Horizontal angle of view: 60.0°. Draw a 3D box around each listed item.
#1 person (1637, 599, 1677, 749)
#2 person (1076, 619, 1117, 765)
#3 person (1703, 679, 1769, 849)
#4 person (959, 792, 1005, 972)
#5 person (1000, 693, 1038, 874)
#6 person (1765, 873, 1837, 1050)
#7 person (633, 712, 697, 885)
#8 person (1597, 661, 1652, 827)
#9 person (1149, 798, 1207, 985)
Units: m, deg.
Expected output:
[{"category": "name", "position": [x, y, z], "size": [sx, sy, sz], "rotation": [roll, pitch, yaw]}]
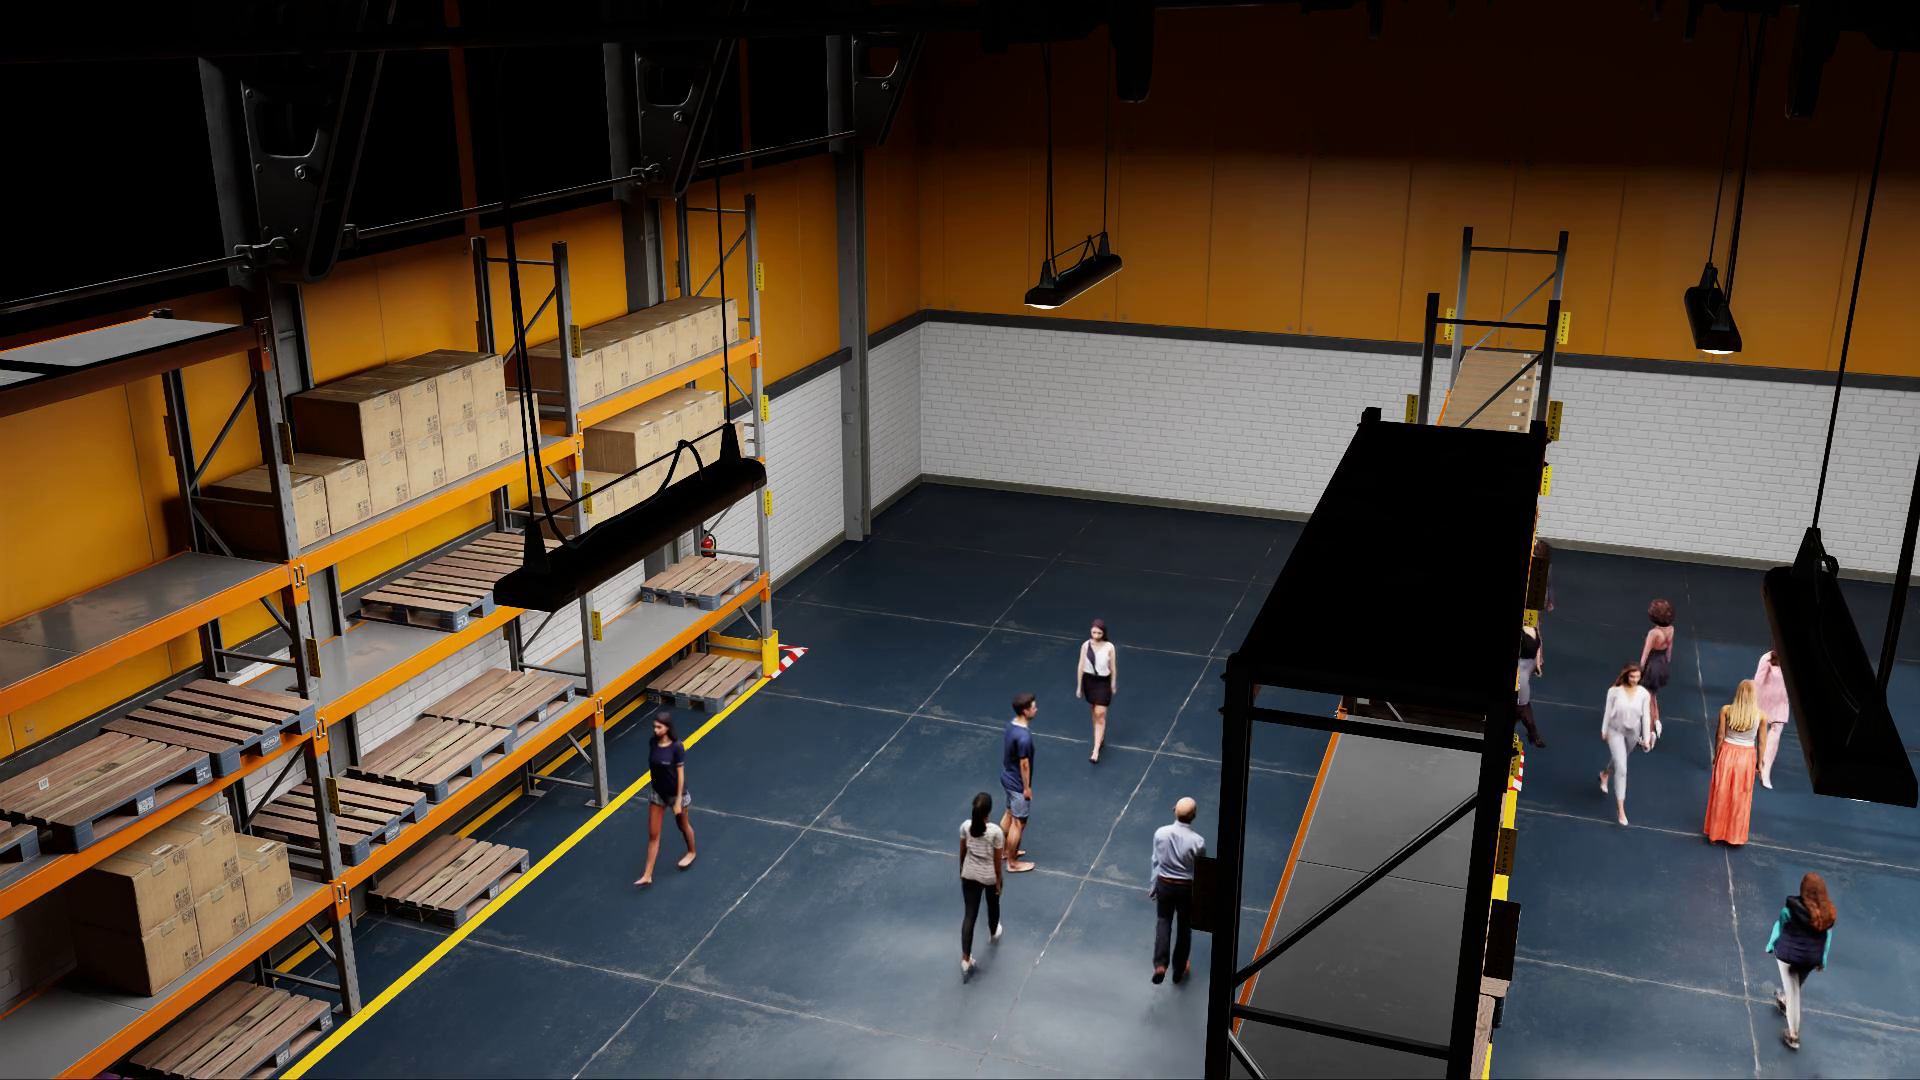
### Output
[{"category": "person", "position": [7.943, 1.545, 18.833], "size": [0.683, 1.779, 0.743], "rotation": [-13, 22, -33]}, {"category": "person", "position": [1.566, 1.647, 18.777], "size": [0.608, 1.622, 0.936], "rotation": [5, 19, 15]}, {"category": "person", "position": [7.808, 2.240, 16.732], "size": [0.664, 1.803, 0.633], "rotation": [11, 21, 29]}, {"category": "person", "position": [0.156, 3.034, 14.688], "size": [0.597, 1.603, 1.086], "rotation": [6, 19, 17]}, {"category": "person", "position": [0.553, 2.362, 16.315], "size": [0.764, 1.839, 0.677], "rotation": [-5, 19, -14]}, {"category": "person", "position": [6.899, 3.462, 13.630], "size": [0.741, 1.467, 0.985], "rotation": [1, 19, 2]}, {"category": "person", "position": [-2.763, 2.466, 16.194], "size": [0.696, 1.717, 1.127], "rotation": [10, 21, 26]}, {"category": "person", "position": [6.928, 2.052, 17.430], "size": [0.797, 1.714, 1.196], "rotation": [2, 19, 5]}, {"category": "person", "position": [1.847, 3.070, 14.311], "size": [0.635, 1.776, 0.855], "rotation": [7, 20, 19]}]
